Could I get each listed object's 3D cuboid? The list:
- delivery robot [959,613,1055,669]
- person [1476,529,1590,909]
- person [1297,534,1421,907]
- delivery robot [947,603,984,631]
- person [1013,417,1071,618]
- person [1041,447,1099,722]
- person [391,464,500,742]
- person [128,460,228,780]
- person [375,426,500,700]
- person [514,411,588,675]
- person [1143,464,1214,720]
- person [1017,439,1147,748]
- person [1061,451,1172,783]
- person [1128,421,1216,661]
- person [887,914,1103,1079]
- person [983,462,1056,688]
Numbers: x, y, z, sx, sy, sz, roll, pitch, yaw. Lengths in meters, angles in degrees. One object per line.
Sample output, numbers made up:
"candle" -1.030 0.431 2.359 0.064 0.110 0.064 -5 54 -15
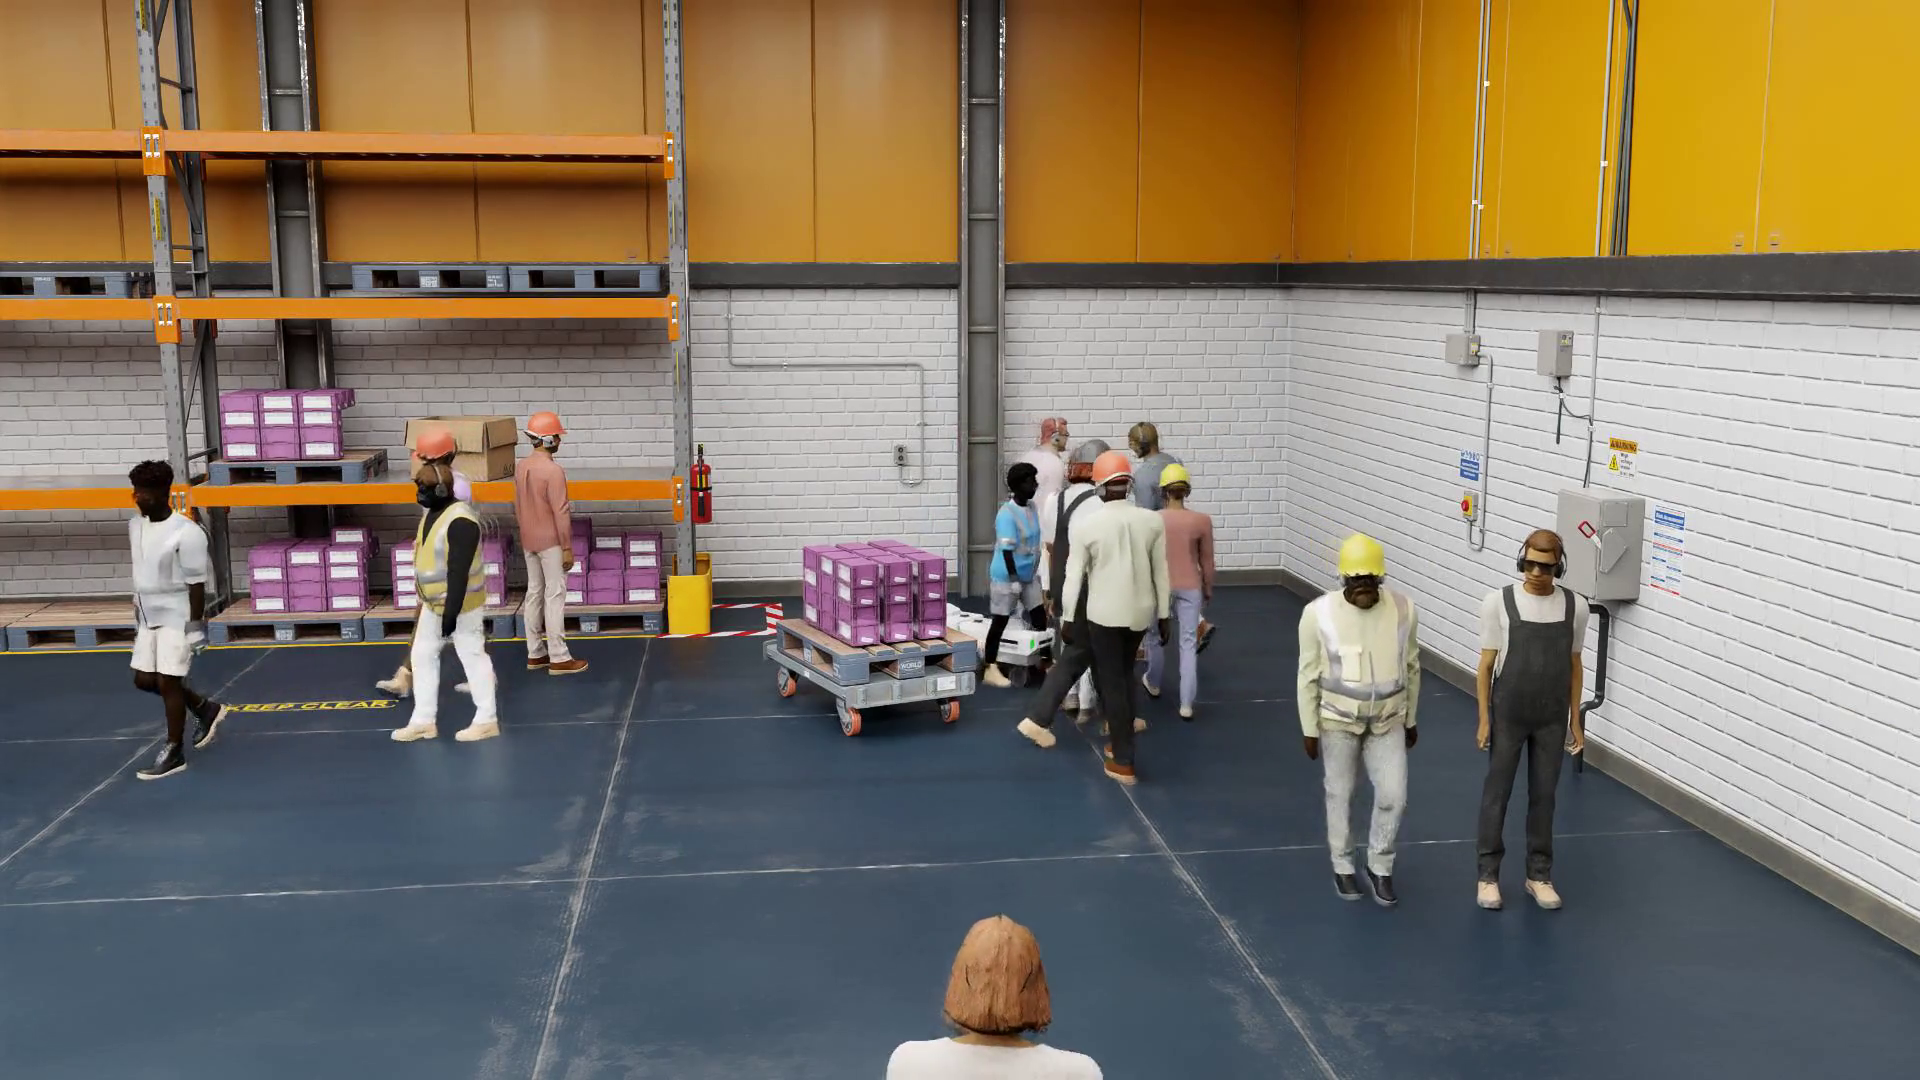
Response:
"delivery robot" 0.348 0.736 12.357 0.707 0.478 0.477 7 11 36
"person" 2.722 0.852 7.931 0.505 1.840 0.345 0 9 2
"person" 1.916 0.867 7.930 0.610 1.808 0.540 0 9 -1
"delivery robot" -0.168 0.655 12.866 0.707 0.478 0.477 7 12 38
"person" 0.773 -0.092 13.764 0.986 1.851 0.639 -5 10 -29
"person" 0.883 0.290 11.364 0.619 1.863 0.611 2 9 12
"person" -3.347 0.424 10.654 0.769 1.811 0.647 -8 12 -40
"person" -4.743 0.460 10.070 0.658 1.936 0.574 5 11 30
"person" -3.678 0.176 11.730 0.920 1.972 0.641 -9 13 -43
"person" -3.129 0.022 12.625 0.608 1.995 0.377 8 12 42
"person" 1.483 0.332 11.527 0.541 1.722 0.867 0 9 1
"person" 0.769 0.306 10.713 0.999 2.000 0.687 -4 10 -24
"person" 0.909 0.440 10.074 0.628 1.962 0.750 -4 10 -21
"person" 1.593 0.035 12.826 0.661 1.910 0.690 6 11 32
"person" 0.063 1.647 3.700 0.503 1.614 0.675 1 9 9
"person" 0.508 0.273 12.057 0.764 1.664 0.548 5 10 29
